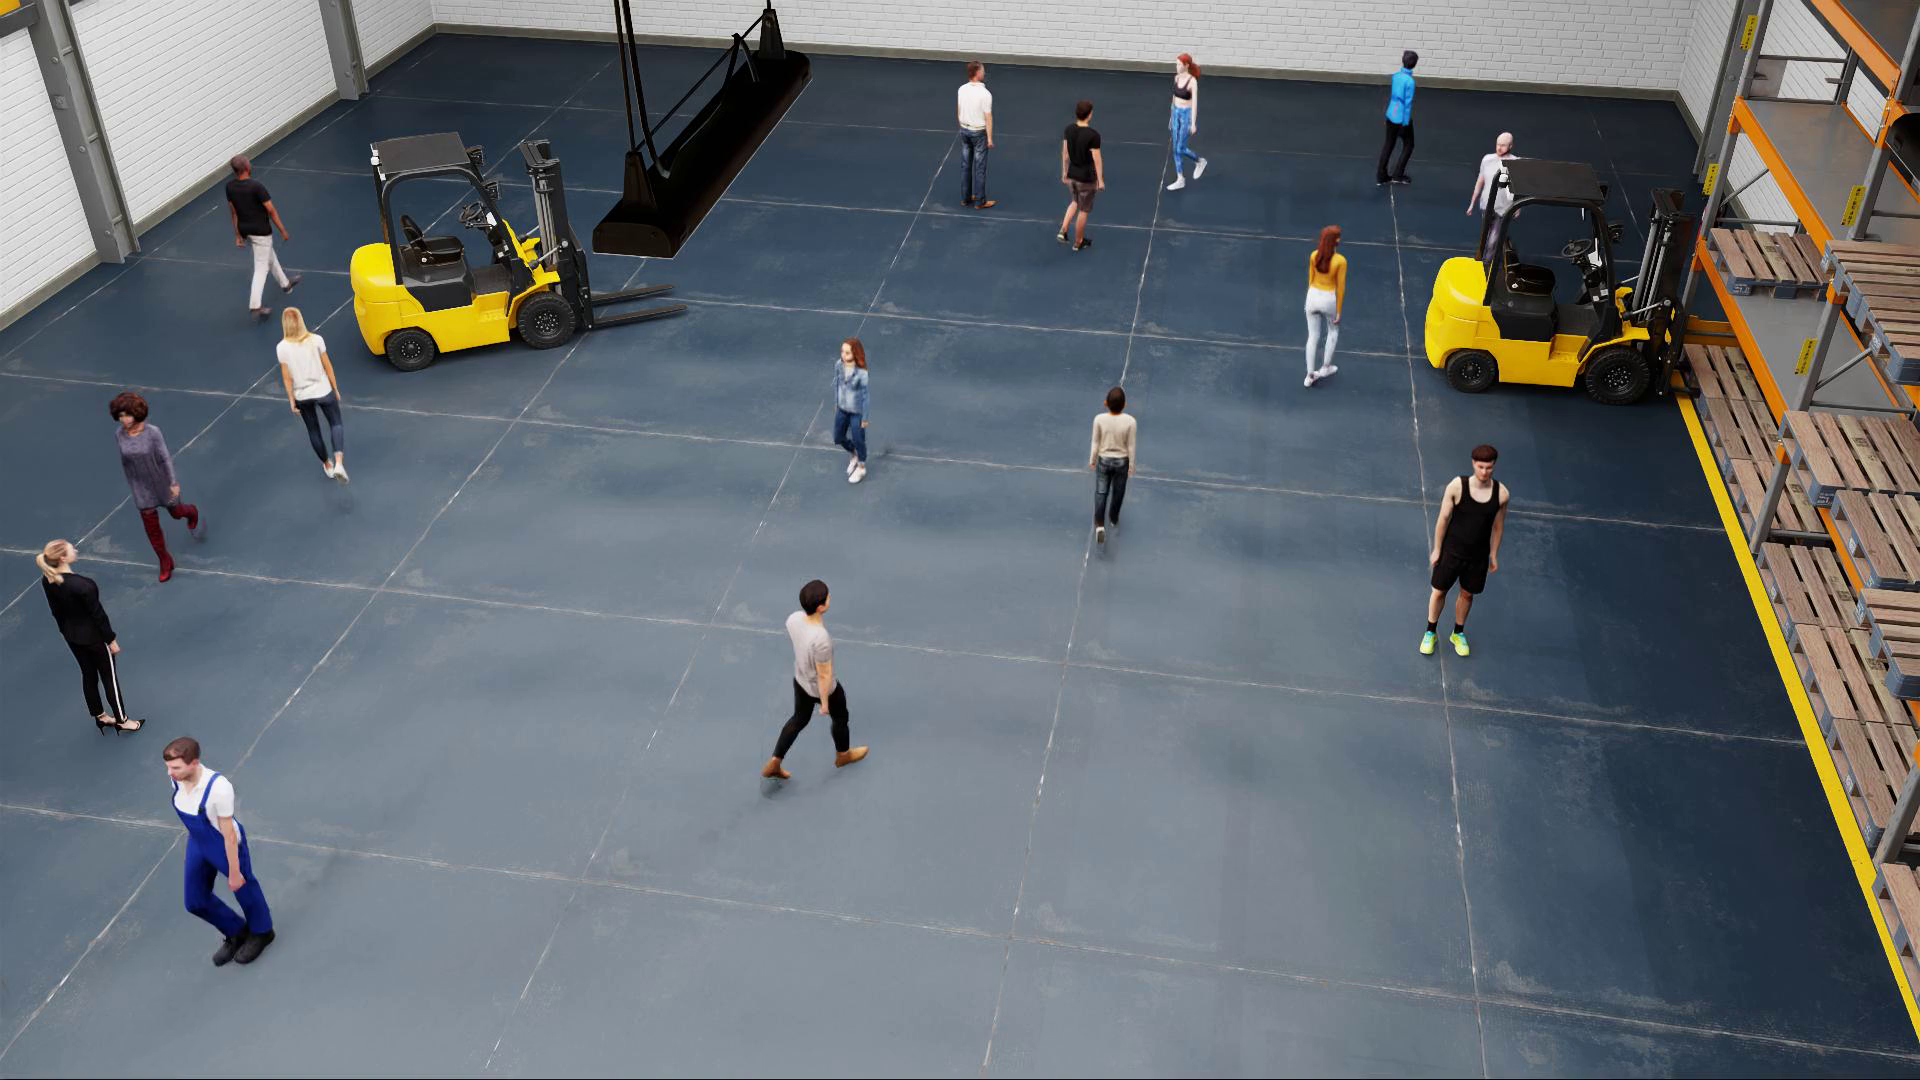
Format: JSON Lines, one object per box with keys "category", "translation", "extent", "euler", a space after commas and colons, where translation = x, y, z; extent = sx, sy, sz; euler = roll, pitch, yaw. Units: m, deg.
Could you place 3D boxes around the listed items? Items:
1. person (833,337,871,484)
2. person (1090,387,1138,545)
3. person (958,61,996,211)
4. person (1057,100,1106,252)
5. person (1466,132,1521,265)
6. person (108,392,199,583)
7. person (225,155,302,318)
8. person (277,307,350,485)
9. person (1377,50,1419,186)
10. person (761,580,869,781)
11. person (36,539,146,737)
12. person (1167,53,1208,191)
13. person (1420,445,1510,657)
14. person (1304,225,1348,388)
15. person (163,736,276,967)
{"category": "person", "translation": [-0.953, -1.239, 15.516], "extent": [0.676, 1.467, 0.691], "euler": [22, 40, 30]}
{"category": "person", "translation": [1.335, -0.650, 14.649], "extent": [0.560, 1.447, 0.904], "euler": [5, 34, 7]}
{"category": "person", "translation": [0.167, -5.113, 20.999], "extent": [0.749, 1.851, 0.757], "euler": [25, 41, 33]}
{"category": "person", "translation": [1.391, -4.301, 19.779], "extent": [0.872, 1.849, 0.935], "euler": [29, 43, 36]}
{"category": "person", "translation": [6.219, -3.820, 19.100], "extent": [1.165, 1.799, 1.036], "euler": [-28, 43, -36]}
{"category": "person", "translation": [-6.860, -0.515, 14.227], "extent": [0.721, 1.689, 1.054], "euler": [-1, 34, -1]}
{"category": "person", "translation": [-7.806, -3.318, 18.388], "extent": [0.779, 1.751, 1.305], "euler": [10, 35, 14]}
{"category": "person", "translation": [-5.918, -1.282, 15.283], "extent": [0.885, 1.798, 1.020], "euler": [-13, 36, -18]}
{"category": "person", "translation": [5.600, -5.428, 21.539], "extent": [0.850, 1.777, 0.782], "euler": [-14, 36, -19]}
{"category": "person", "translation": [-1.110, 1.045, 11.876], "extent": [1.138, 1.694, 1.012], "euler": [-27, 42, -34]}
{"category": "person", "translation": [-6.469, 0.737, 12.331], "extent": [0.639, 1.704, 0.551], "euler": [10, 35, 14]}
{"category": "person", "translation": [2.948, -5.420, 21.533], "extent": [0.895, 1.771, 0.847], "euler": [-21, 39, -29]}
{"category": "person", "translation": [3.999, 0.069, 13.166], "extent": [0.686, 1.892, 0.578], "euler": [4, 34, 6]}
{"category": "person", "translation": [3.660, -2.355, 16.954], "extent": [0.700, 1.735, 0.787], "euler": [18, 38, 25]}
{"category": "person", "translation": [-4.596, 1.889, 10.475], "extent": [0.723, 1.840, 0.745], "euler": [14, 36, 19]}
